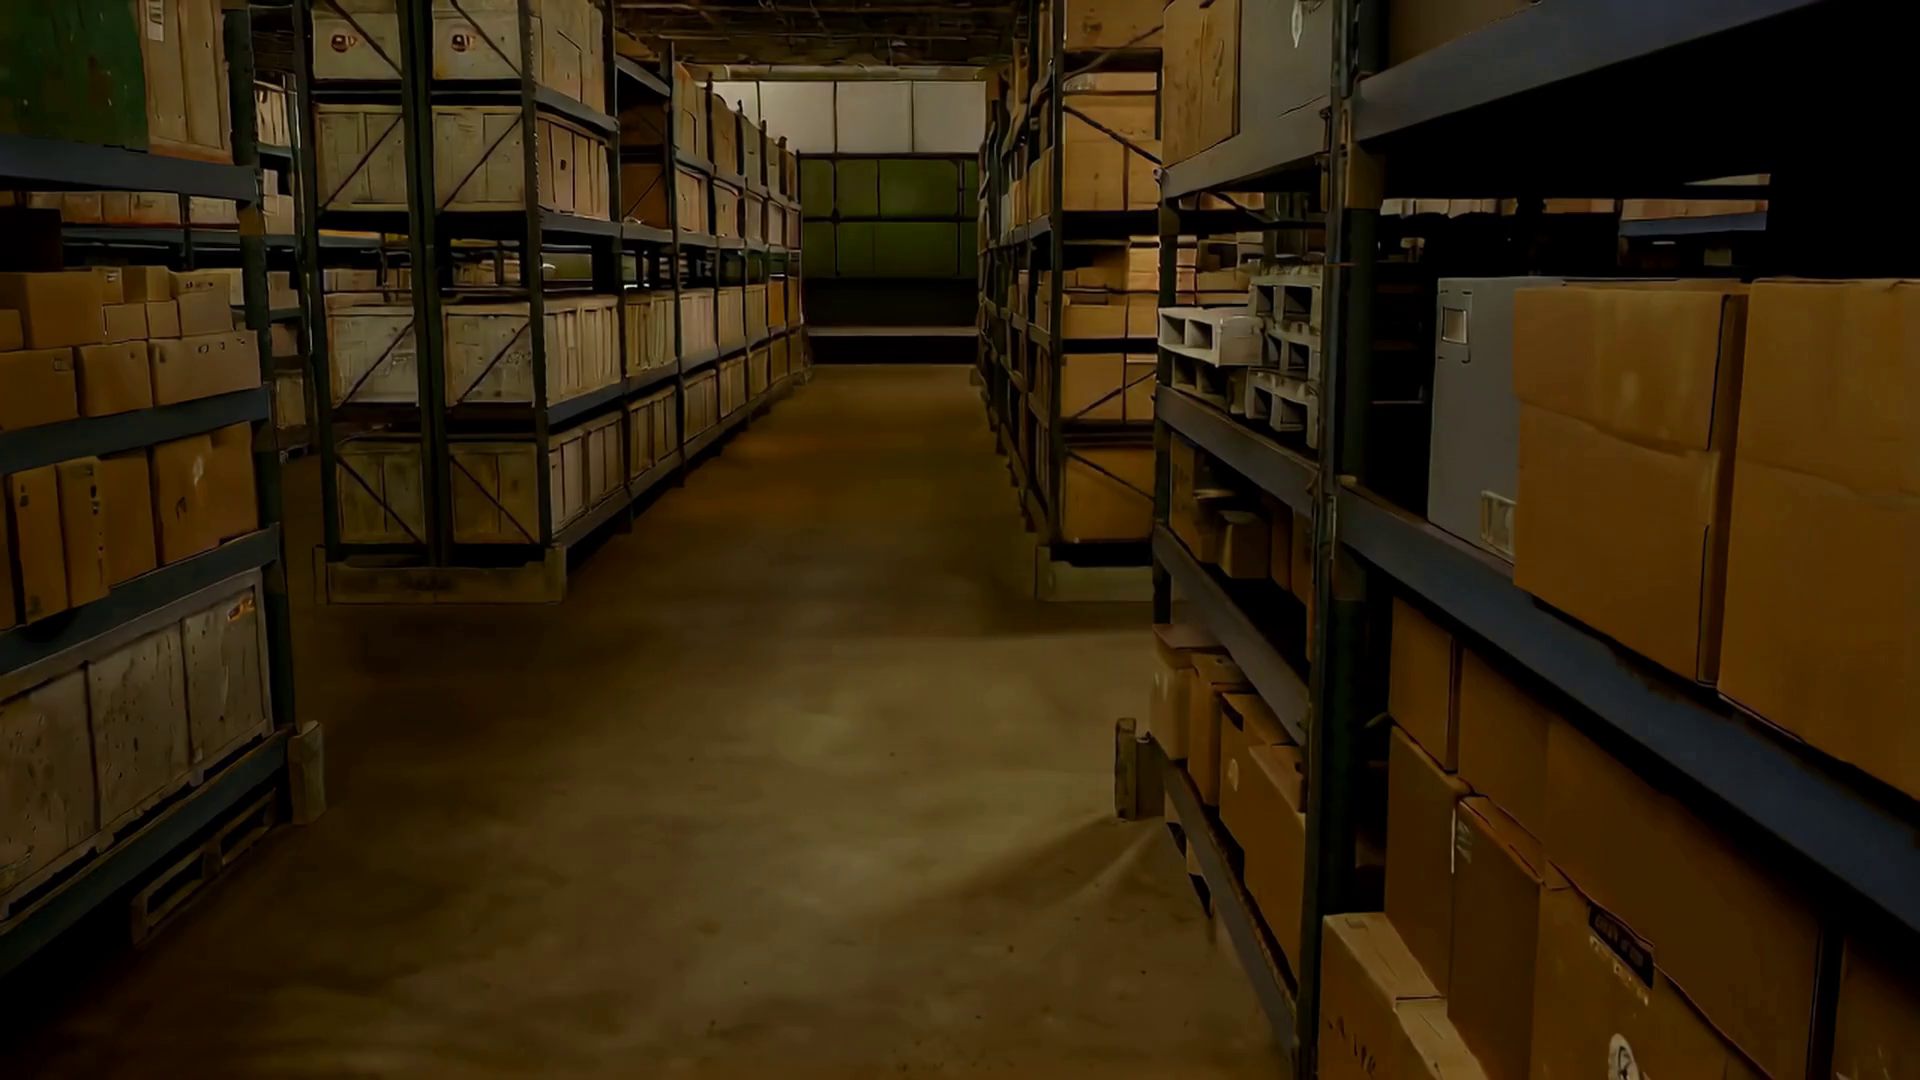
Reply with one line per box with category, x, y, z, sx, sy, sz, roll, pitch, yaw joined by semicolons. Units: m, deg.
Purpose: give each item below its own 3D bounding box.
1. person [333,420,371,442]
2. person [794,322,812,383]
person;-8.719;-1.725;23.595;0.664;1.851;1.013;-1;9;-8
person;-4.271;-5.112;44.150;0.703;1.904;0.674;0;9;1
